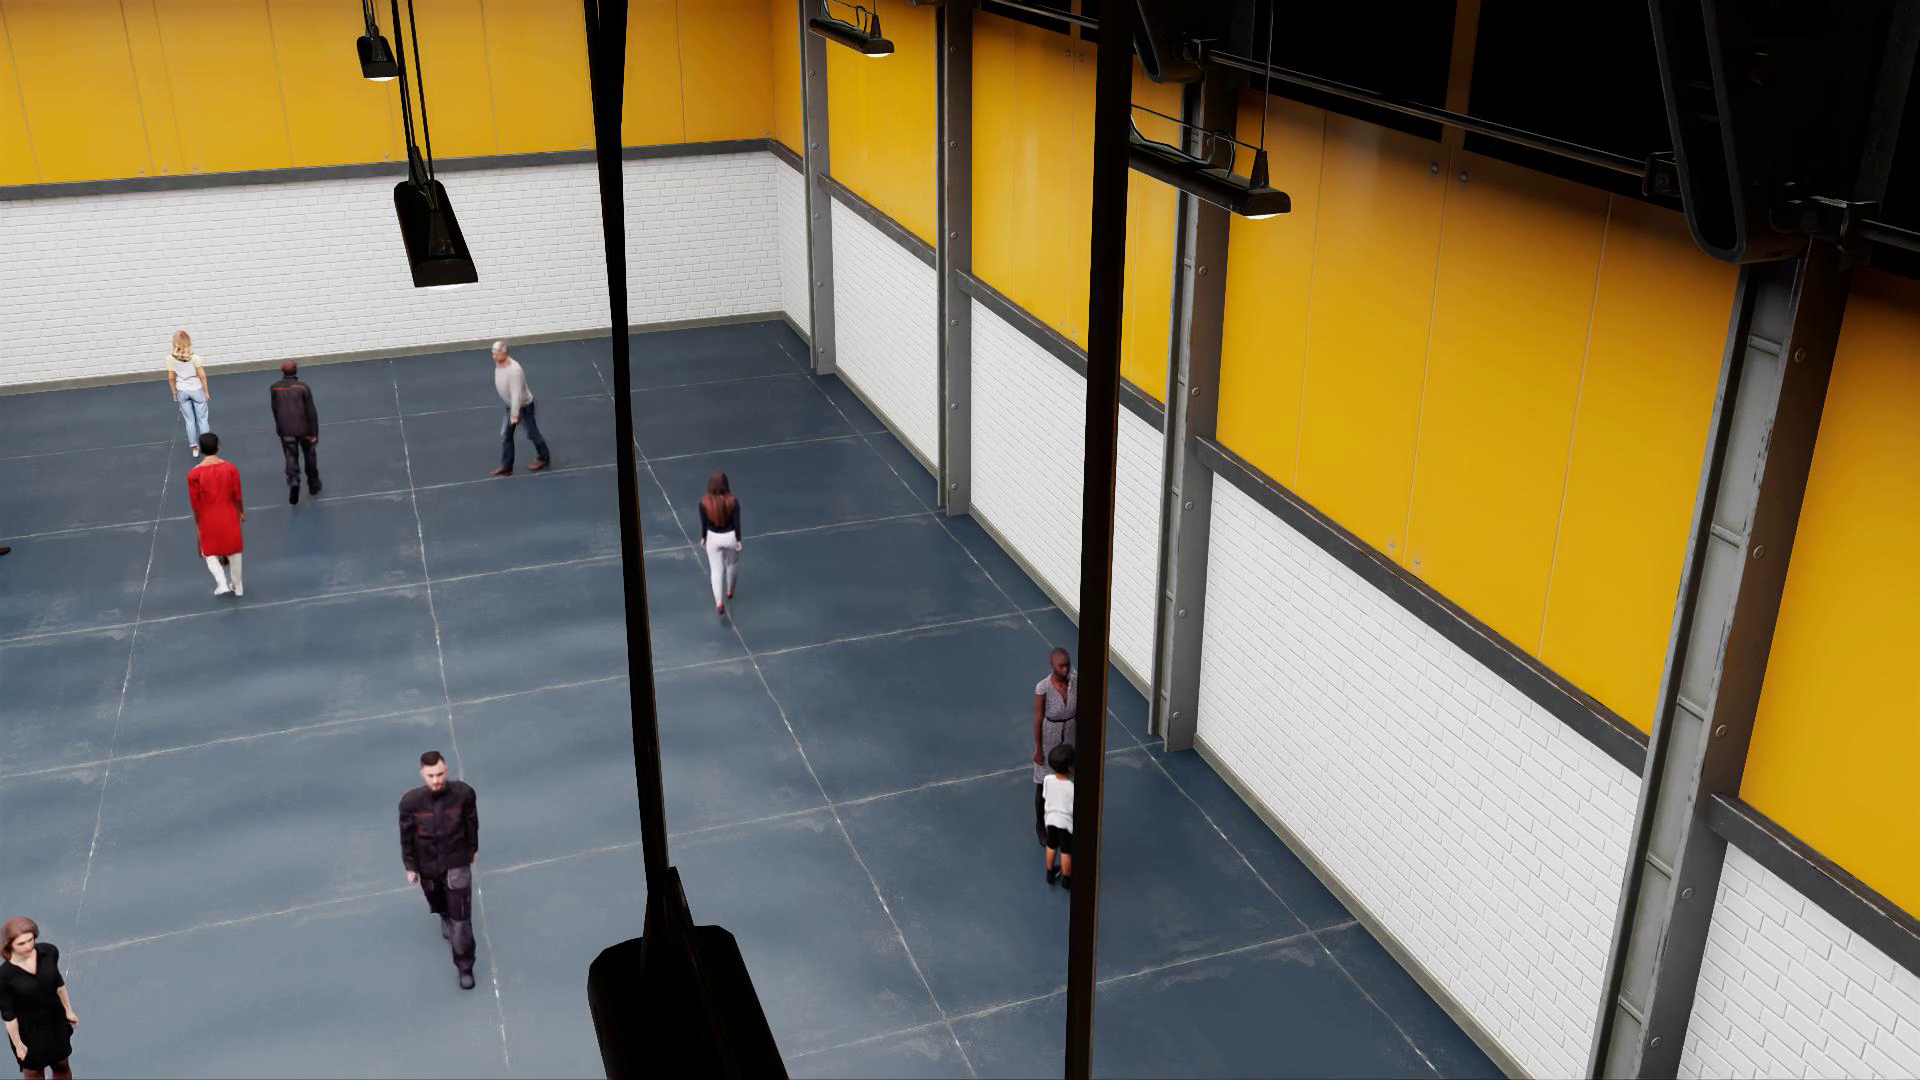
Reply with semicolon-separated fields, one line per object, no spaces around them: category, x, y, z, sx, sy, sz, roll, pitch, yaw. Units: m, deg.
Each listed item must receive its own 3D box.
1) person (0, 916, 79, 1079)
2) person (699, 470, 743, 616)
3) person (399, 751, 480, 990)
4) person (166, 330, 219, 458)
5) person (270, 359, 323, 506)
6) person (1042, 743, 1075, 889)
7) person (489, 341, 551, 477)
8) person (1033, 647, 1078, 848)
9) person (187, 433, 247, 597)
person;-5.862;3.112;10.583;0.705;1.705;0.648;11;26;23
person;-2.544;0.049;17.749;0.791;1.579;1.115;-2;24;-4
person;-3.823;2.319;12.253;0.753;1.821;1.185;-7;25;-15
person;-10.239;-1.950;22.141;0.671;1.723;0.609;-3;24;-8
person;-8.259;-1.338;20.646;0.804;1.799;1.078;-4;24;-9
person;0.803;2.201;13.226;0.561;1.258;0.635;19;30;37
person;-5.649;-1.729;21.493;1.106;1.836;1.177;-17;29;-34
person;0.801;1.691;13.729;0.668;1.788;0.590;-14;27;-29
person;-8.002;-0.229;18.017;0.798;1.873;0.825;-17;29;-33
